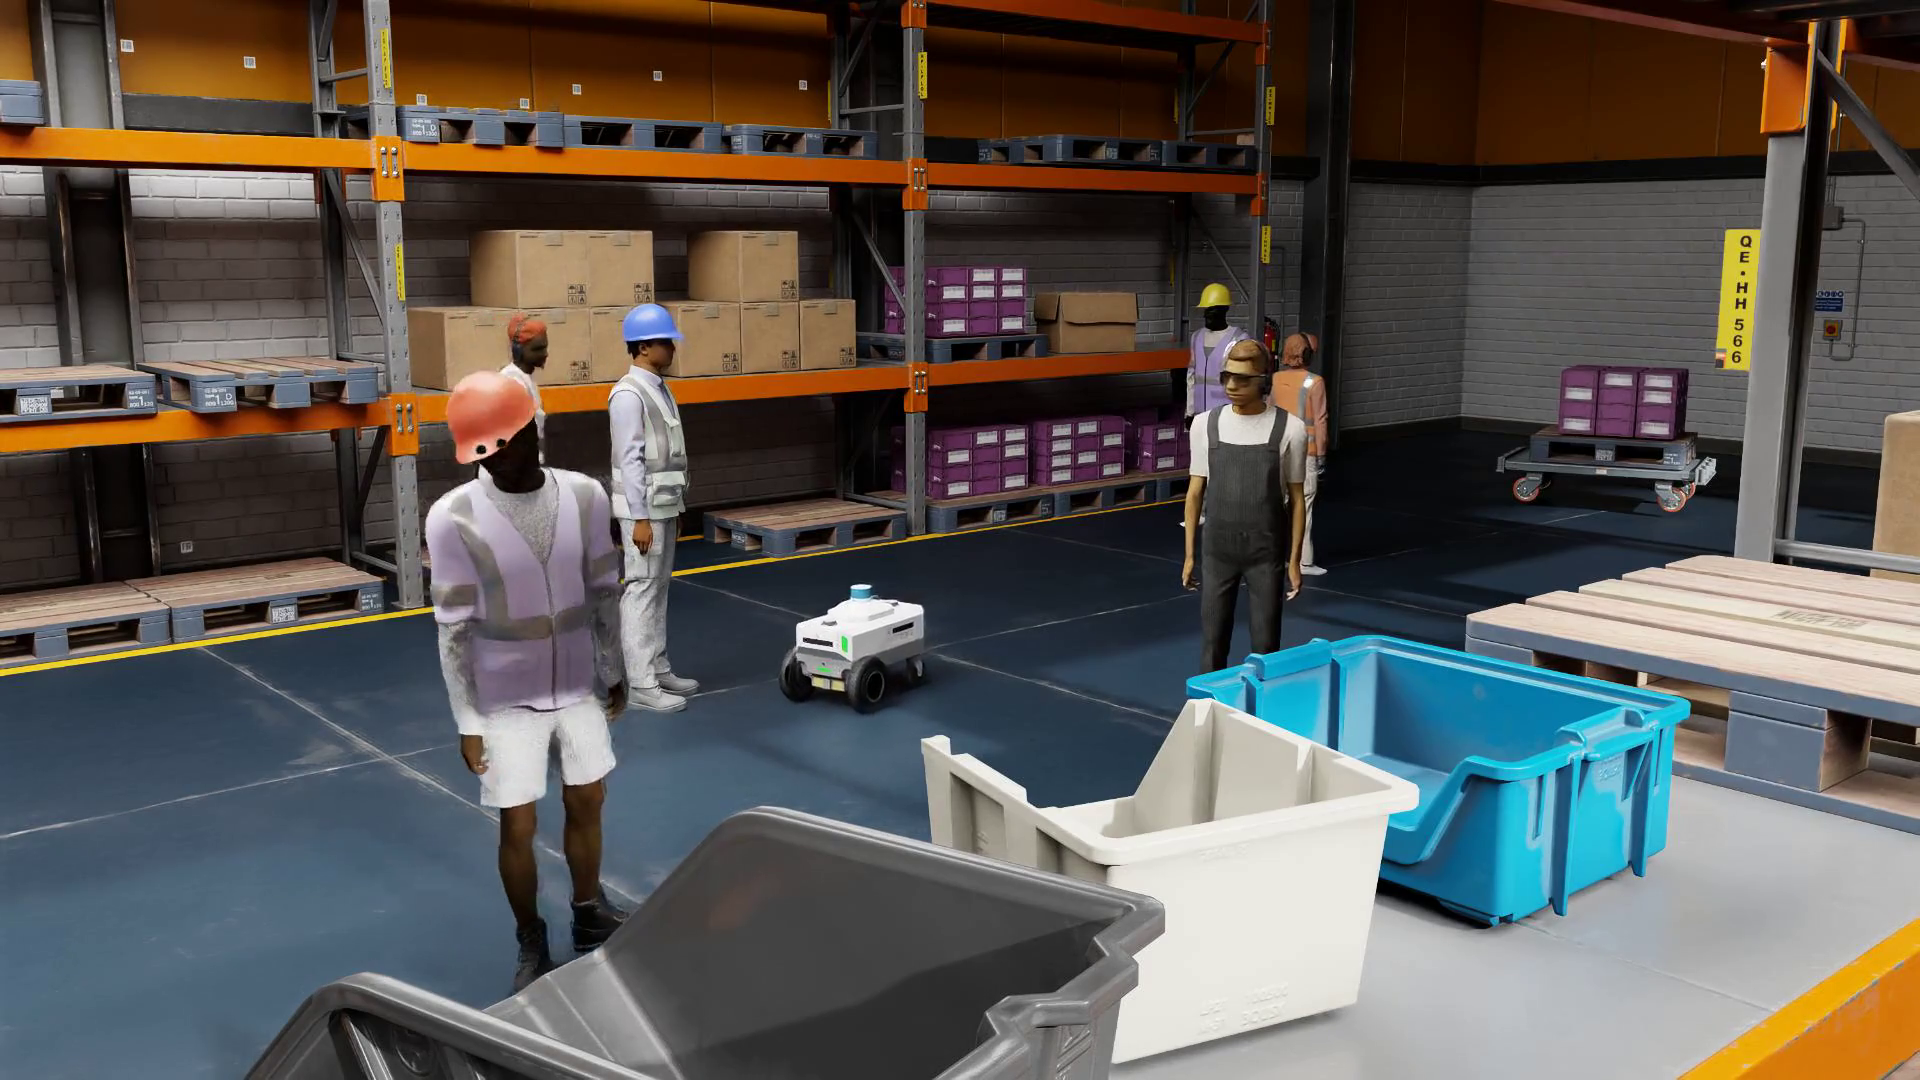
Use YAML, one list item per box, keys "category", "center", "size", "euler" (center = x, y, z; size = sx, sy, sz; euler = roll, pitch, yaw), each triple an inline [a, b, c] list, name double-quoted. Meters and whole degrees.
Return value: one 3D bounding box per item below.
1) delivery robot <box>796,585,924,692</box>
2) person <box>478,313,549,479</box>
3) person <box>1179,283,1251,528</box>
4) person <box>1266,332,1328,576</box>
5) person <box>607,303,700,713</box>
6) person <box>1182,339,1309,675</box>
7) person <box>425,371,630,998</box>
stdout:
- category: "delivery robot"
  center: [-0.485, 0.463, 8.195]
  size: [0.477, 0.478, 0.707]
  euler: [7, 12, 32]
- category: "person"
  center: [-2.483, -0.313, 9.153]
  size: [0.535, 1.853, 0.595]
  euler: [-1, 10, -6]
- category: "person"
  center: [1.984, -1.022, 12.929]
  size: [0.369, 1.925, 0.594]
  euler: [-9, 14, -42]
- category: "person"
  center: [2.269, -0.576, 11.236]
  size: [0.312, 1.642, 0.512]
  euler: [-7, 13, -36]
- category: "person"
  center: [-1.490, -0.157, 8.023]
  size: [0.380, 1.951, 0.605]
  euler: [1, 10, 4]
- category: "person"
  center: [1.202, 0.072, 7.042]
  size: [0.525, 1.842, 0.336]
  euler: [4, 11, 20]
- category: "person"
  center: [-1.193, 0.430, 4.928]
  size: [0.739, 1.885, 0.468]
  euler: [-8, 13, -40]
